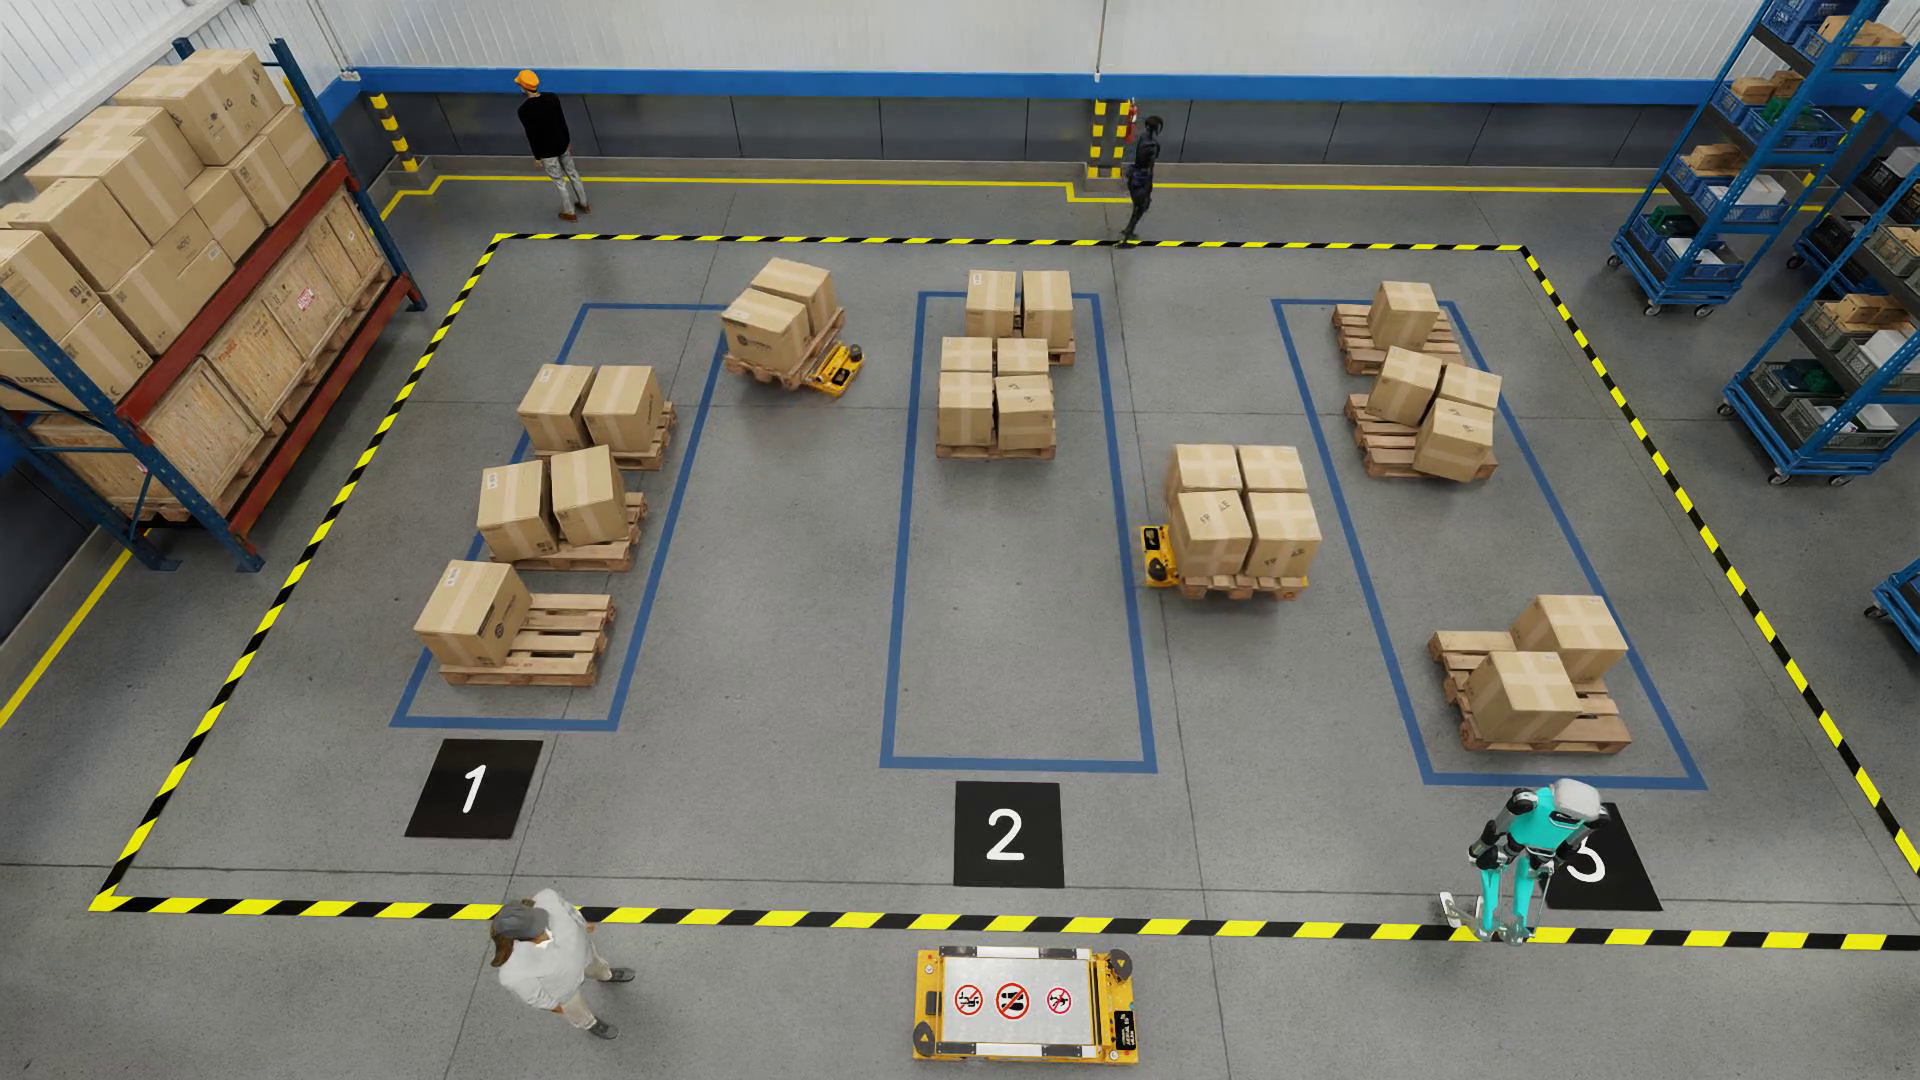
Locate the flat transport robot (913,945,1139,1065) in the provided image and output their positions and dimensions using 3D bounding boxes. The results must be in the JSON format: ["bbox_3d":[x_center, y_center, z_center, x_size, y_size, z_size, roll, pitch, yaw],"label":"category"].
[{"bbox_3d":[0.422,3.041,6.007,1.431,0.231,0.659,1,51,1],"label":"flat transport robot"}]

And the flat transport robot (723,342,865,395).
[{"bbox_3d":[-1.836,-2.039,10.130,1.431,0.197,0.652,16,53,13],"label":"flat transport robot"}]

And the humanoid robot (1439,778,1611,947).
[{"bbox_3d":[3.491,2.139,5.707,0.533,1.677,0.735,10,51,8],"label":"humanoid robot"}]

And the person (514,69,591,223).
[{"bbox_3d":[-5.085,-4.892,11.432,0.360,1.884,0.586,26,55,19],"label":"person"}]

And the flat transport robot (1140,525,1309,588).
[{"bbox_3d":[2.408,0.118,8.372,1.431,0.197,0.652,1,51,1],"label":"flat transport robot"}]

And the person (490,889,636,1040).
[{"bbox_3d":[-2.380,2.522,5.461,0.397,1.769,0.561,5,51,4],"label":"person"}]

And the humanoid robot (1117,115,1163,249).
[{"bbox_3d":[2.181,-4.304,11.082,0.410,1.645,0.609,-7,51,-6],"label":"humanoid robot"}]
